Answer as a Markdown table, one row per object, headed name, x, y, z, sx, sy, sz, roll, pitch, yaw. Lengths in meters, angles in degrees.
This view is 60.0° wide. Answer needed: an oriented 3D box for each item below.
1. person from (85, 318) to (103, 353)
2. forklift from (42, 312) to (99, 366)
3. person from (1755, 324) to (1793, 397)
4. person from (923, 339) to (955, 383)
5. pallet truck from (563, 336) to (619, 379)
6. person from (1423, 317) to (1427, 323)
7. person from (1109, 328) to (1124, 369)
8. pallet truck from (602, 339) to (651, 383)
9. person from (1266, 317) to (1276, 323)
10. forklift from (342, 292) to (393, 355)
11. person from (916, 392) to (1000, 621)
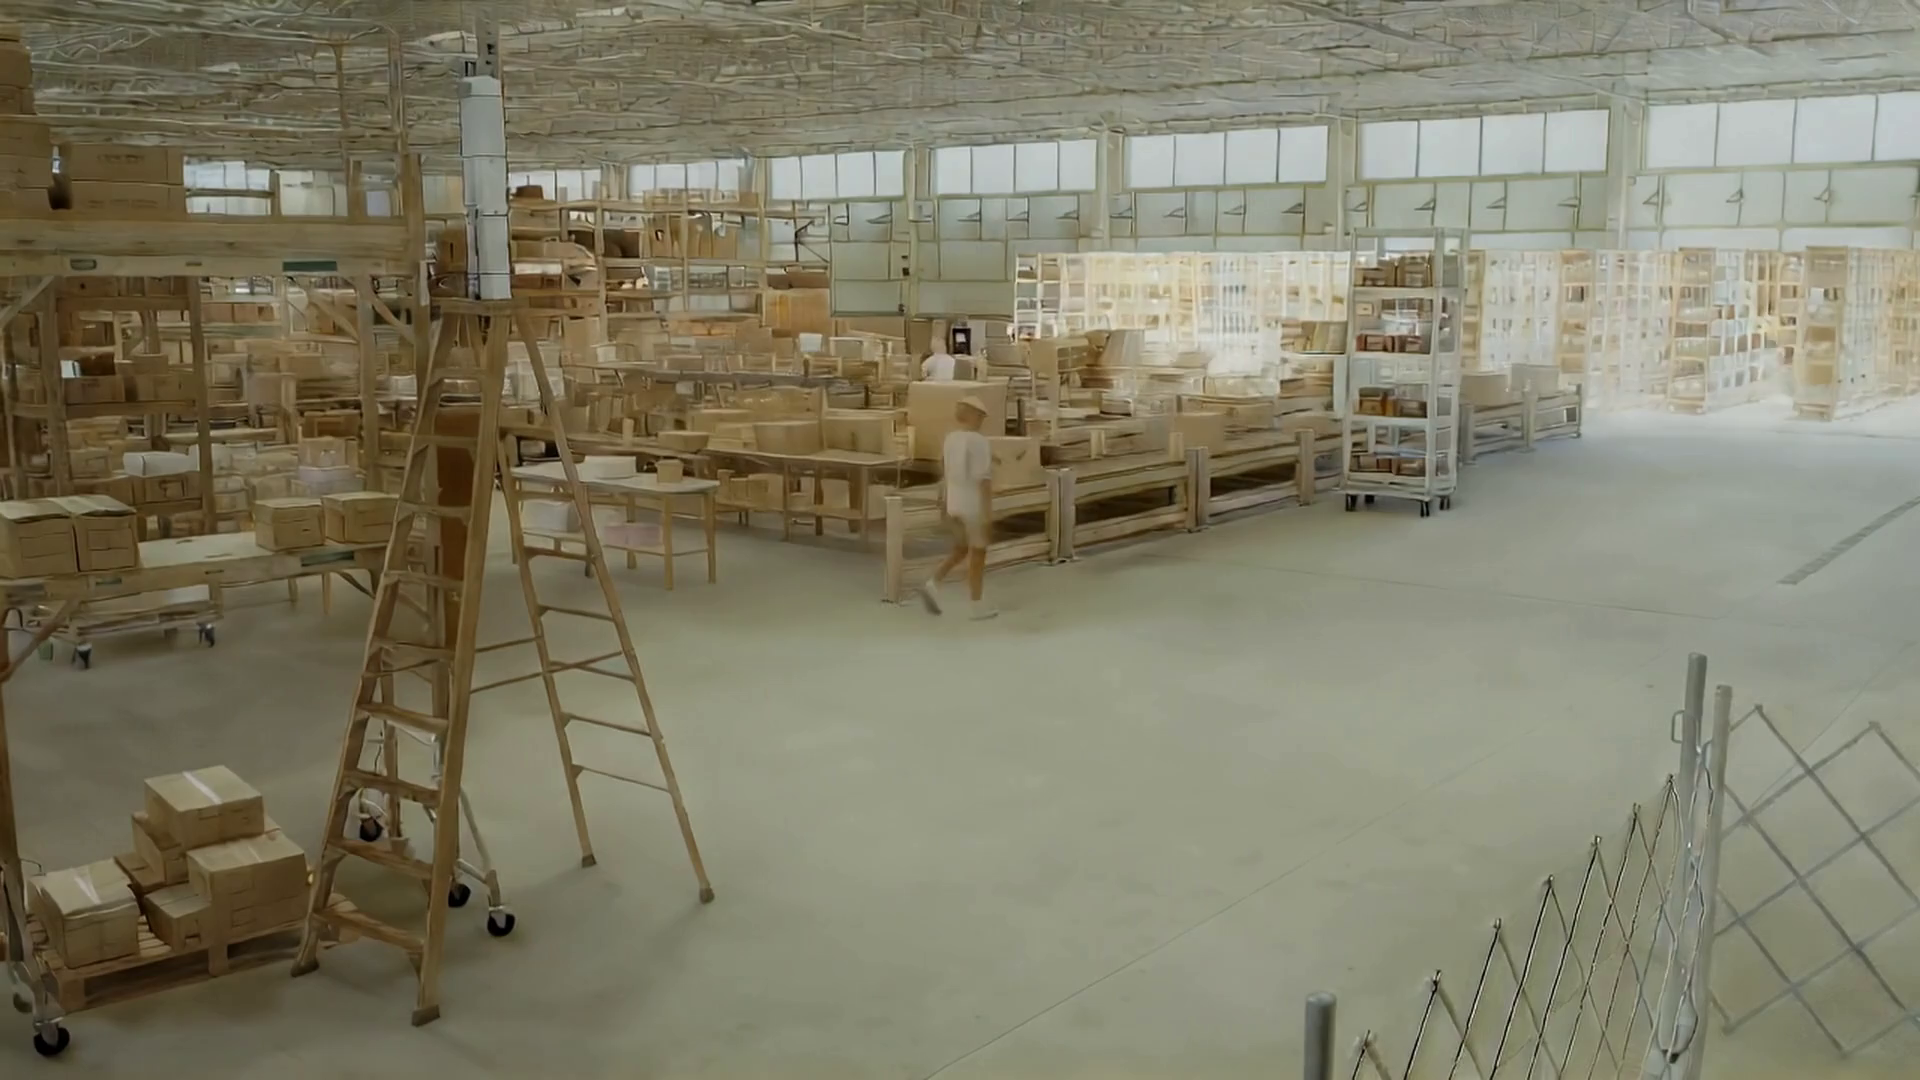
| name | x | y | z | sx | sy | sz | roll | pitch | yaw |
| --- | --- | --- | --- | --- | --- | --- | --- | --- | --- |
| person | -25.555 | -5.670 | 49.045 | 0.545 | 1.716 | 0.928 | 6 | 11 | 33 |
| forklift | -23.779 | -5.451 | 44.052 | 1.873 | 2.768 | 1.129 | 7 | 11 | 36 |
| person | 20.139 | -4.428 | 41.039 | 0.970 | 1.803 | 0.587 | 7 | 12 | 38 |
| person | -0.394 | -2.507 | 28.726 | 0.640 | 1.904 | 0.401 | -7 | 11 | -36 |
| pallet truck | -10.690 | -5.294 | 48.215 | 1.601 | 1.201 | 0.680 | -5 | 10 | -26 |
| person | 13.142 | -5.392 | 46.947 | 0.599 | 1.830 | 0.404 | 1 | 9 | 5 |
| person | 3.747 | -4.289 | 40.433 | 0.953 | 1.712 | 0.542 | 8 | 12 | 40 |
| pallet truck | -8.991 | -4.871 | 45.351 | 0.653 | 1.274 | 1.630 | 7 | 11 | 37 |
| person | 9.225 | -5.787 | 48.902 | 0.611 | 1.996 | 0.378 | -4 | 10 | -25 |
| forklift | -16.485 | -5.622 | 45.120 | 1.129 | 2.768 | 1.873 | 7 | 11 | 37 |
| person | -0.007 | -0.274 | 14.465 | 0.686 | 2.007 | 0.662 | -6 | 11 | -35 |
